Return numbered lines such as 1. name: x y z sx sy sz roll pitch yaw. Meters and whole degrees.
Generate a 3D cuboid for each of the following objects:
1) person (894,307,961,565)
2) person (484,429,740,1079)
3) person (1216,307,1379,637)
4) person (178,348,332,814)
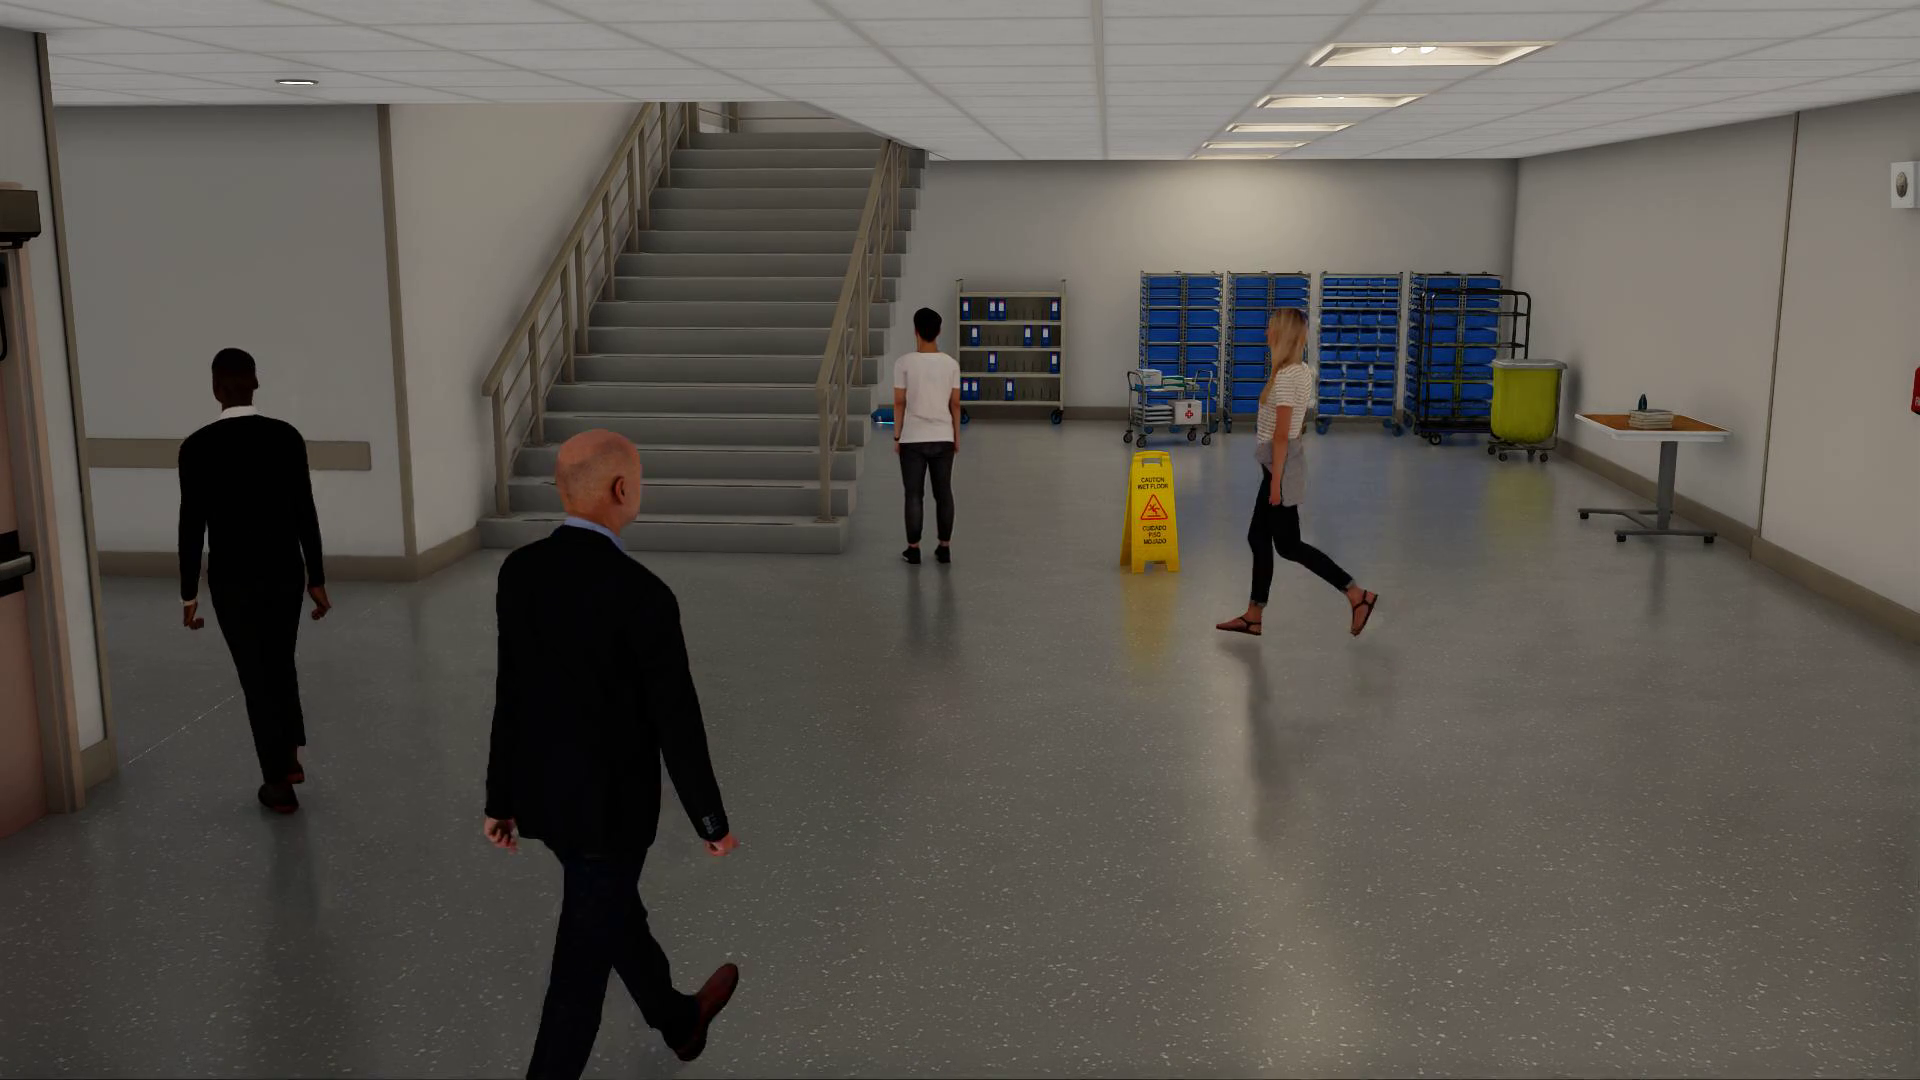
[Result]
1. person: -0.228 -0.706 11.222 0.674 1.718 0.639 -3 11 -14
2. person: -0.921 0.663 3.896 1.087 1.760 1.280 7 13 33
3. person: 1.844 -0.321 8.967 0.839 1.802 1.094 4 11 18
4. person: -2.642 0.180 6.344 0.754 1.796 0.823 -10 14 -41
